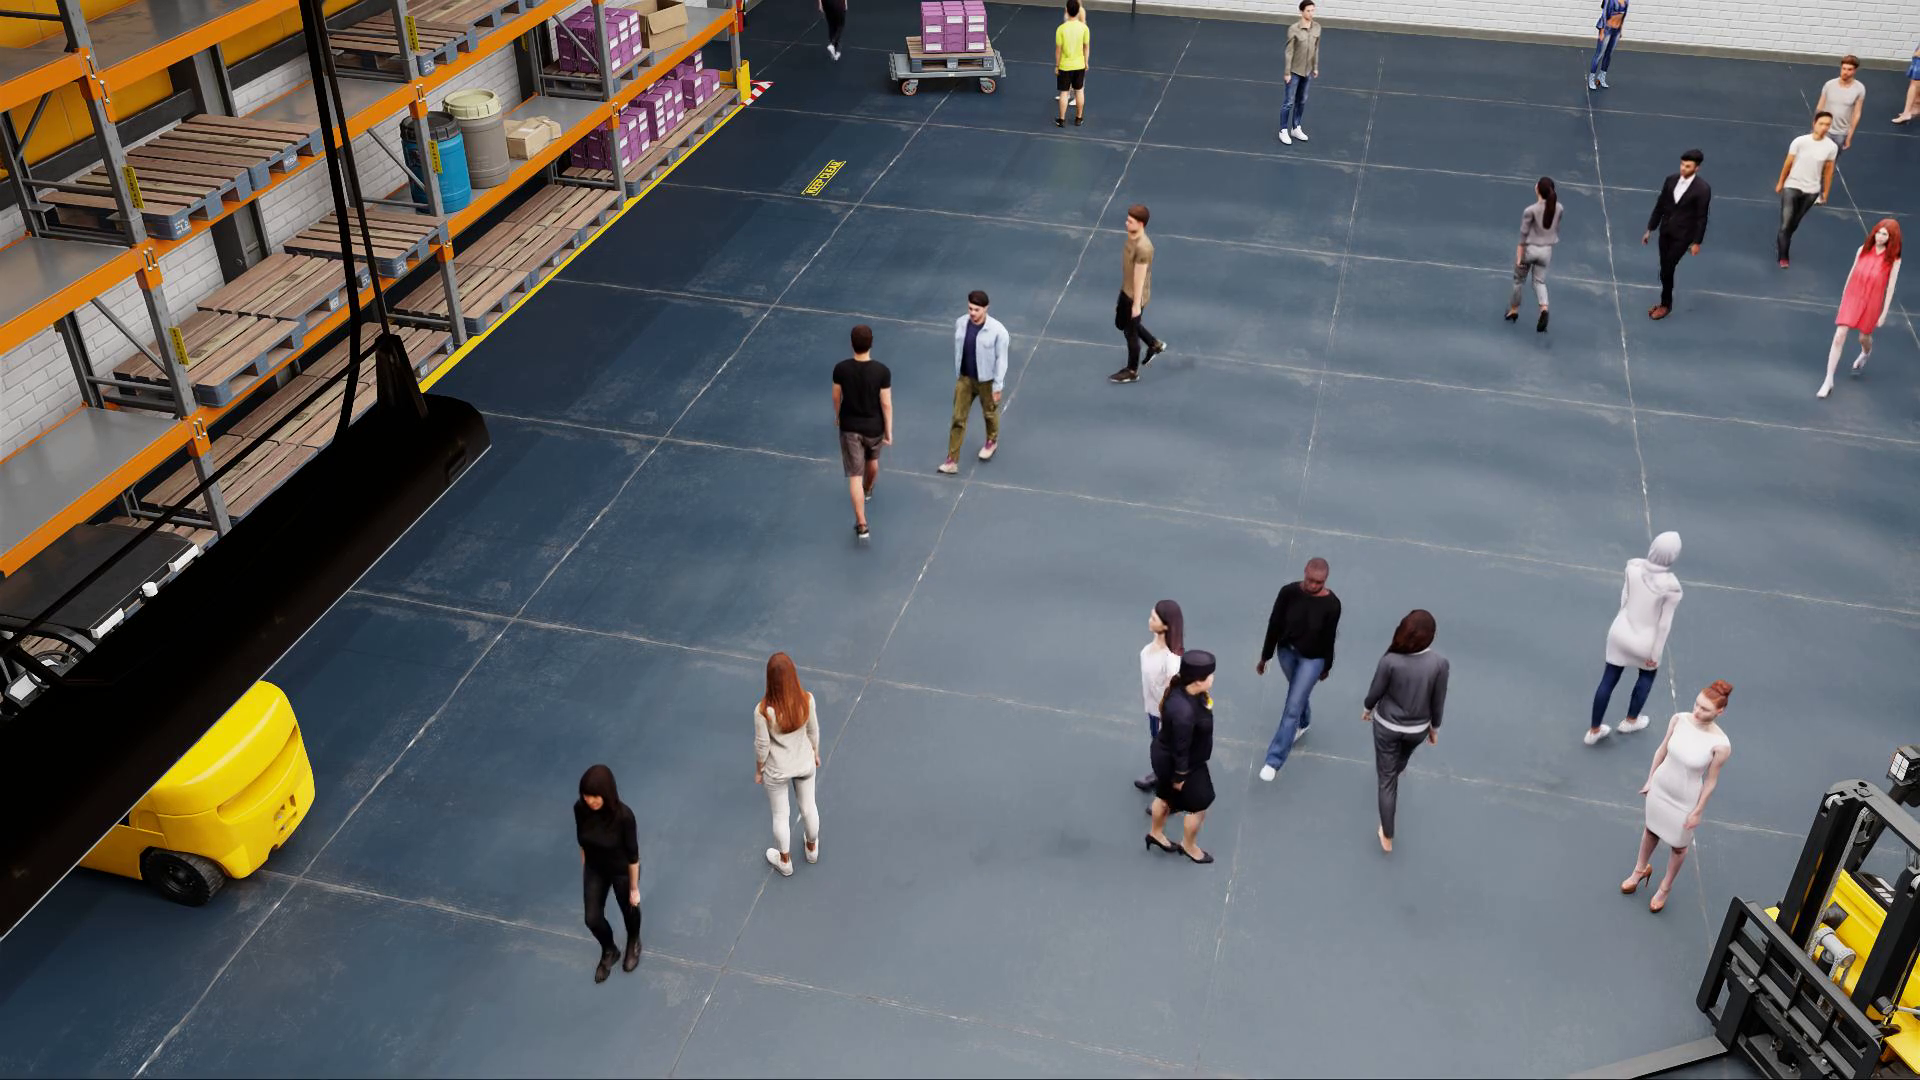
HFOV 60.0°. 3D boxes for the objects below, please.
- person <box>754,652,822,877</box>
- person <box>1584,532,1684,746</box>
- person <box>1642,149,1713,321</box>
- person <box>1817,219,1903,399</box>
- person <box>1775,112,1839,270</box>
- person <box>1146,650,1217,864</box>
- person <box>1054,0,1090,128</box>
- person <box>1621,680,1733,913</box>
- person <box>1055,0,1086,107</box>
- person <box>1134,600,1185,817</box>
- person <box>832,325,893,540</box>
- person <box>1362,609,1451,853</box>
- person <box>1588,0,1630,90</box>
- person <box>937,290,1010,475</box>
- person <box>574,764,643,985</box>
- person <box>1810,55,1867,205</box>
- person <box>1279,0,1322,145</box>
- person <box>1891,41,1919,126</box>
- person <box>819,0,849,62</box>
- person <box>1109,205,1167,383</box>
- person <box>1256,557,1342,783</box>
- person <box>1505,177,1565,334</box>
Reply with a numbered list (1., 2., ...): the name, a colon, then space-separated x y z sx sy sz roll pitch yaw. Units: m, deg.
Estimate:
1. person: -1.095 1.438 10.657 0.696 1.713 0.742 -15 36 -21
2. person: 4.686 0.734 11.678 0.931 1.756 0.857 -25 41 -32
3. person: 7.643 -3.243 17.565 0.901 1.862 0.823 -14 36 -20
4. person: 8.799 -2.270 16.157 1.178 1.801 0.968 -29 43 -36
5. person: 9.488 -3.978 18.766 0.649 1.758 1.105 9 35 13
6. person: 1.342 1.410 10.755 0.809 1.652 0.701 3 34 5
7. person: 1.520 -6.470 22.558 0.691 1.709 0.668 -4 34 -6
8. person: 4.478 1.594 10.350 0.668 1.793 0.625 -21 39 -28
9. person: 1.590 -6.963 23.359 0.654 1.643 0.618 -22 40 -30
10. person: 1.391 1.120 11.167 0.727 1.678 0.603 -5 34 -8
11. person: -0.841 -0.879 14.057 0.976 1.808 1.339 -3 34 -5
12. person: 2.905 1.275 10.899 0.797 1.717 1.142 1 34 2
13. person: 9.347 -7.305 23.897 0.705 1.618 0.740 -13 36 -19
14. person: 0.218 -1.481 14.997 0.848 1.770 1.183 16 37 23
15. person: -2.062 1.922 10.000 0.578 1.636 0.607 7 34 11
16. person: 10.590 -4.960 20.150 0.811 1.859 1.084 17 37 23
17. person: 4.498 -6.226 22.052 0.787 1.863 0.826 -15 36 -21
18. person: 13.144 -6.591 22.653 0.697 1.806 0.821 -28 43 -36
19. person: -1.910 -7.966 24.790 0.628 1.729 0.915 6 34 9
20. person: 1.807 -2.420 16.349 0.951 1.838 0.938 -8 34 -11
21. person: 2.421 0.780 11.657 0.879 1.702 1.193 22 39 29
22. person: 6.004 -2.922 17.267 0.836 1.657 1.037 -5 34 -7
